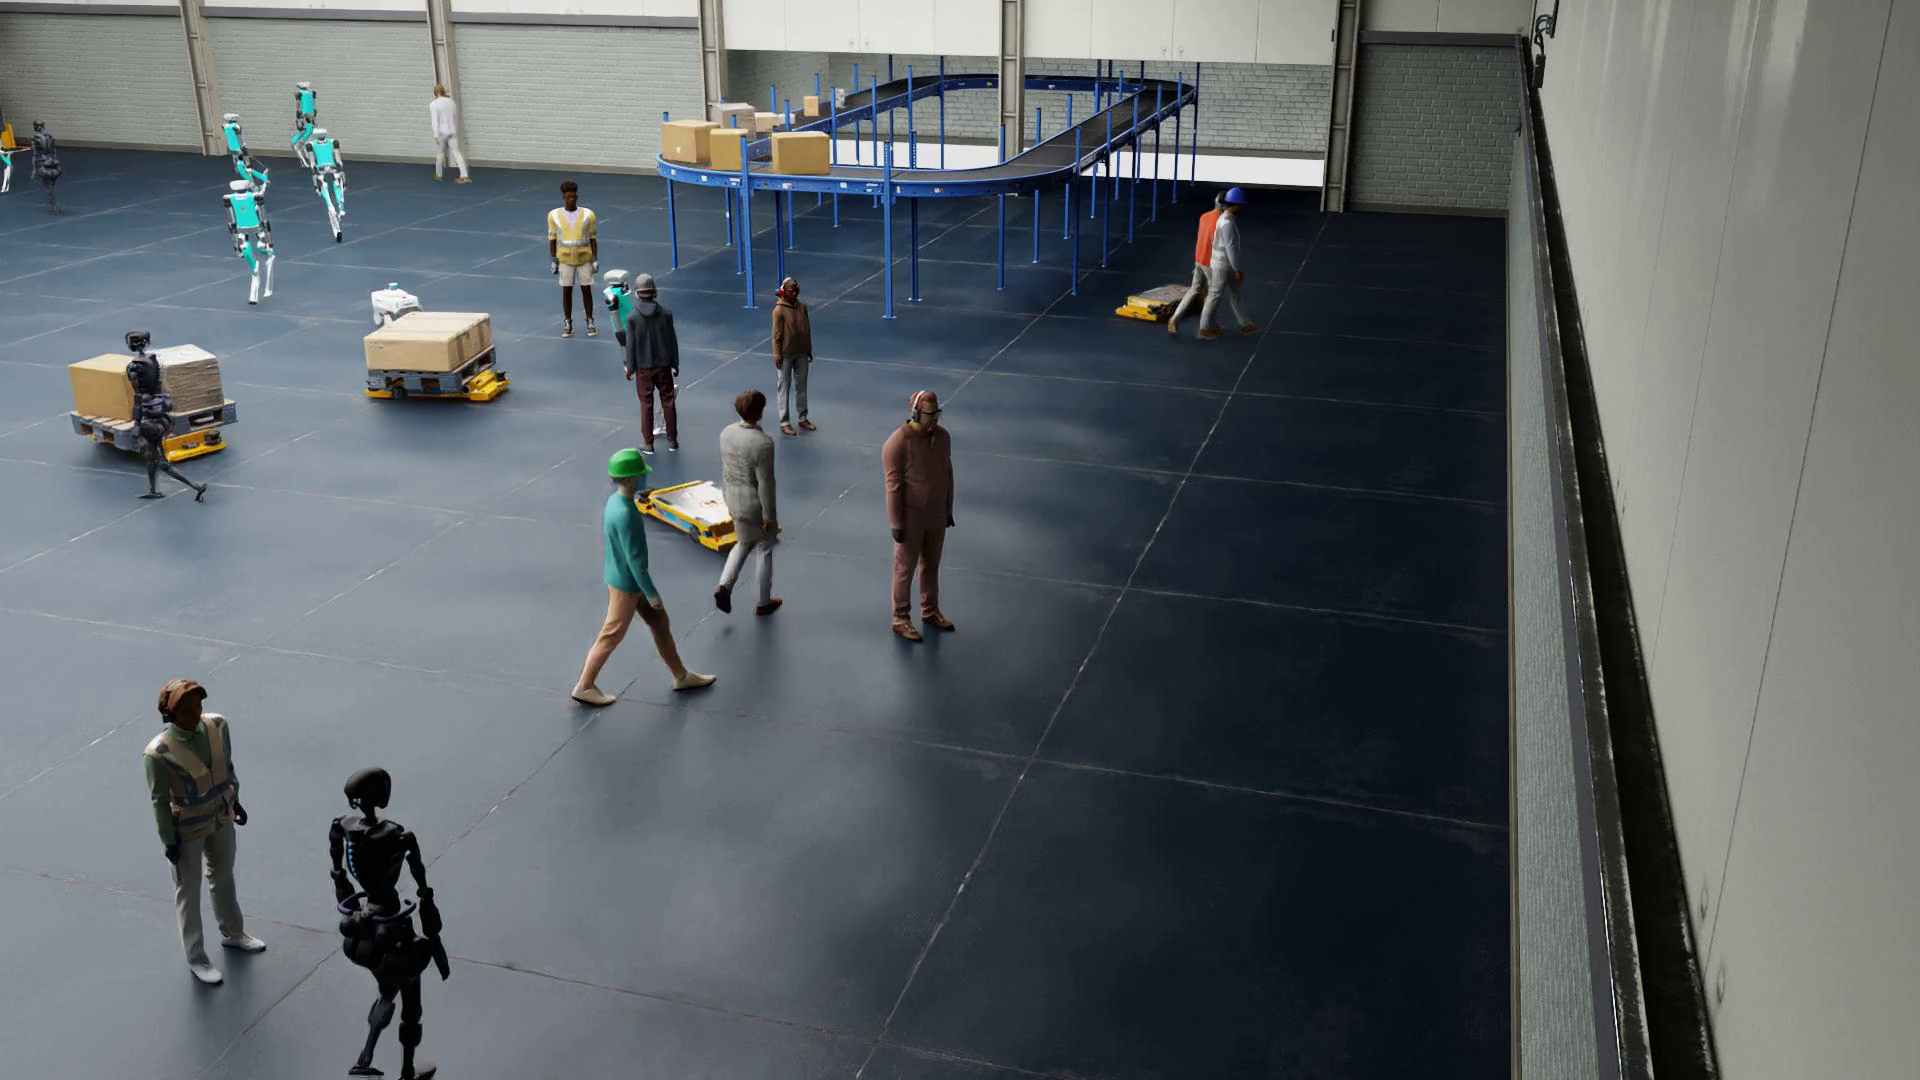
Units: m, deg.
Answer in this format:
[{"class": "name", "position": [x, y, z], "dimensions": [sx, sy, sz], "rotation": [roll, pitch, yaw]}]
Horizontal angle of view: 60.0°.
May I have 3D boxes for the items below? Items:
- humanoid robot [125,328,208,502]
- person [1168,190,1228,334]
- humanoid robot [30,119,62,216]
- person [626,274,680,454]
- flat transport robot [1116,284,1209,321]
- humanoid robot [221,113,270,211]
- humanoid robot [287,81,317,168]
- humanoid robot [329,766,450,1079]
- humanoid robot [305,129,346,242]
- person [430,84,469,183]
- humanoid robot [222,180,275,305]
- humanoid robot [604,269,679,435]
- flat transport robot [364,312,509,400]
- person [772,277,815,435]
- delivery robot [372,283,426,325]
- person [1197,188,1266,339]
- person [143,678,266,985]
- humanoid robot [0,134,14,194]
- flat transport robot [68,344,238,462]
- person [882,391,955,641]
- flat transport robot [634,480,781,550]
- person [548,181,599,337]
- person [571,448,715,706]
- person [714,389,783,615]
[{"class": "humanoid robot", "position": [-7.330, -1.137, 15.220], "dimensions": [0.697, 1.648, 0.608], "rotation": [-1, 21, -3]}, {"class": "person", "position": [3.067, -3.463, 20.954], "dimensions": [0.815, 1.867, 0.561], "rotation": [-13, 25, -31]}, {"class": "humanoid robot", "position": [-16.028, -6.532, 29.174], "dimensions": [0.393, 1.652, 0.601], "rotation": [6, 22, 14]}, {"class": "person", "position": [-3.064, -1.751, 16.578], "dimensions": [0.541, 1.807, 0.378], "rotation": [-8, 23, -21]}, {"class": "flat transport robot", "position": [2.782, -3.217, 22.522], "dimensions": [0.659, 0.231, 1.431], "rotation": [16, 26, 36]}, {"class": "humanoid robot", "position": [-12.527, -6.603, 29.400], "dimensions": [0.539, 1.887, 0.736], "rotation": [18, 27, 38]}, {"class": "humanoid robot", "position": [-13.542, -8.530, 34.175], "dimensions": [0.690, 1.742, 0.543], "rotation": [8, 23, 20]}, {"class": "humanoid robot", "position": [-2.623, 1.792, 7.568], "dimensions": [0.596, 1.643, 0.388], "rotation": [8, 23, 21]}, {"class": "humanoid robot", "position": [-10.232, -5.740, 27.070], "dimensions": [0.562, 1.806, 0.921], "rotation": [-10, 23, -25]}, {"class": "person", "position": [-10.057, -7.947, 32.559], "dimensions": [0.985, 1.884, 0.640], "rotation": [16, 26, 36]}, {"class": "humanoid robot", "position": [-9.625, -4.063, 22.703], "dimensions": [0.551, 1.746, 1.021], "rotation": [-3, 21, -8]}, {"class": "humanoid robot", "position": [-3.163, -1.901, 17.039], "dimensions": [0.852, 1.738, 0.563], "rotation": [1, 21, 3]}, {"class": "flat transport robot", "position": [-5.893, -1.760, 18.742], "dimensions": [1.431, 0.231, 0.659], "rotation": [2, 21, 5]}, {"class": "person", "position": [-1.742, -1.916, 17.233], "dimensions": [0.466, 1.646, 0.319], "rotation": [-18, 27, -38]}, {"class": "delivery robot", "position": [-7.338, -3.035, 21.653], "dimensions": [0.797, 0.595, 0.499], "rotation": [20, 29, 41]}, {"class": "person", "position": [3.444, -3.437, 20.813], "dimensions": [0.906, 1.909, 0.614], "rotation": [5, 22, 12]}, {"class": "person", "position": [-3.875, 1.457, 8.491], "dimensions": [0.308, 1.638, 0.521], "rotation": [9, 23, 22]}, {"class": "humanoid robot", "position": [-18.194, -7.404, 31.329], "dimensions": [0.546, 1.787, 0.671], "rotation": [0, 21, 1]}, {"class": "flat transport robot", "position": [-8.165, -1.061, 16.929], "dimensions": [1.431, 0.231, 0.659], "rotation": [15, 26, 34]}, {"class": "person", "position": [-0.274, -0.192, 12.418], "dimensions": [0.645, 1.901, 0.403], "rotation": [-20, 28, -41]}, {"class": "flat transport robot", "position": [-2.262, -0.244, 14.812], "dimensions": [0.659, 0.231, 1.431], "rotation": [-17, 27, -37]}, {"class": "person", "position": [-4.877, -3.551, 21.031], "dimensions": [0.612, 1.965, 0.361], "rotation": [-5, 22, -12]}, {"class": "person", "position": [-2.248, 0.261, 11.342], "dimensions": [0.986, 1.823, 0.515], "rotation": [-3, 21, -7]}, {"class": "person", "position": [-1.624, -0.249, 12.665], "dimensions": [0.511, 1.820, 0.560], "rotation": [12, 24, 27]}]
